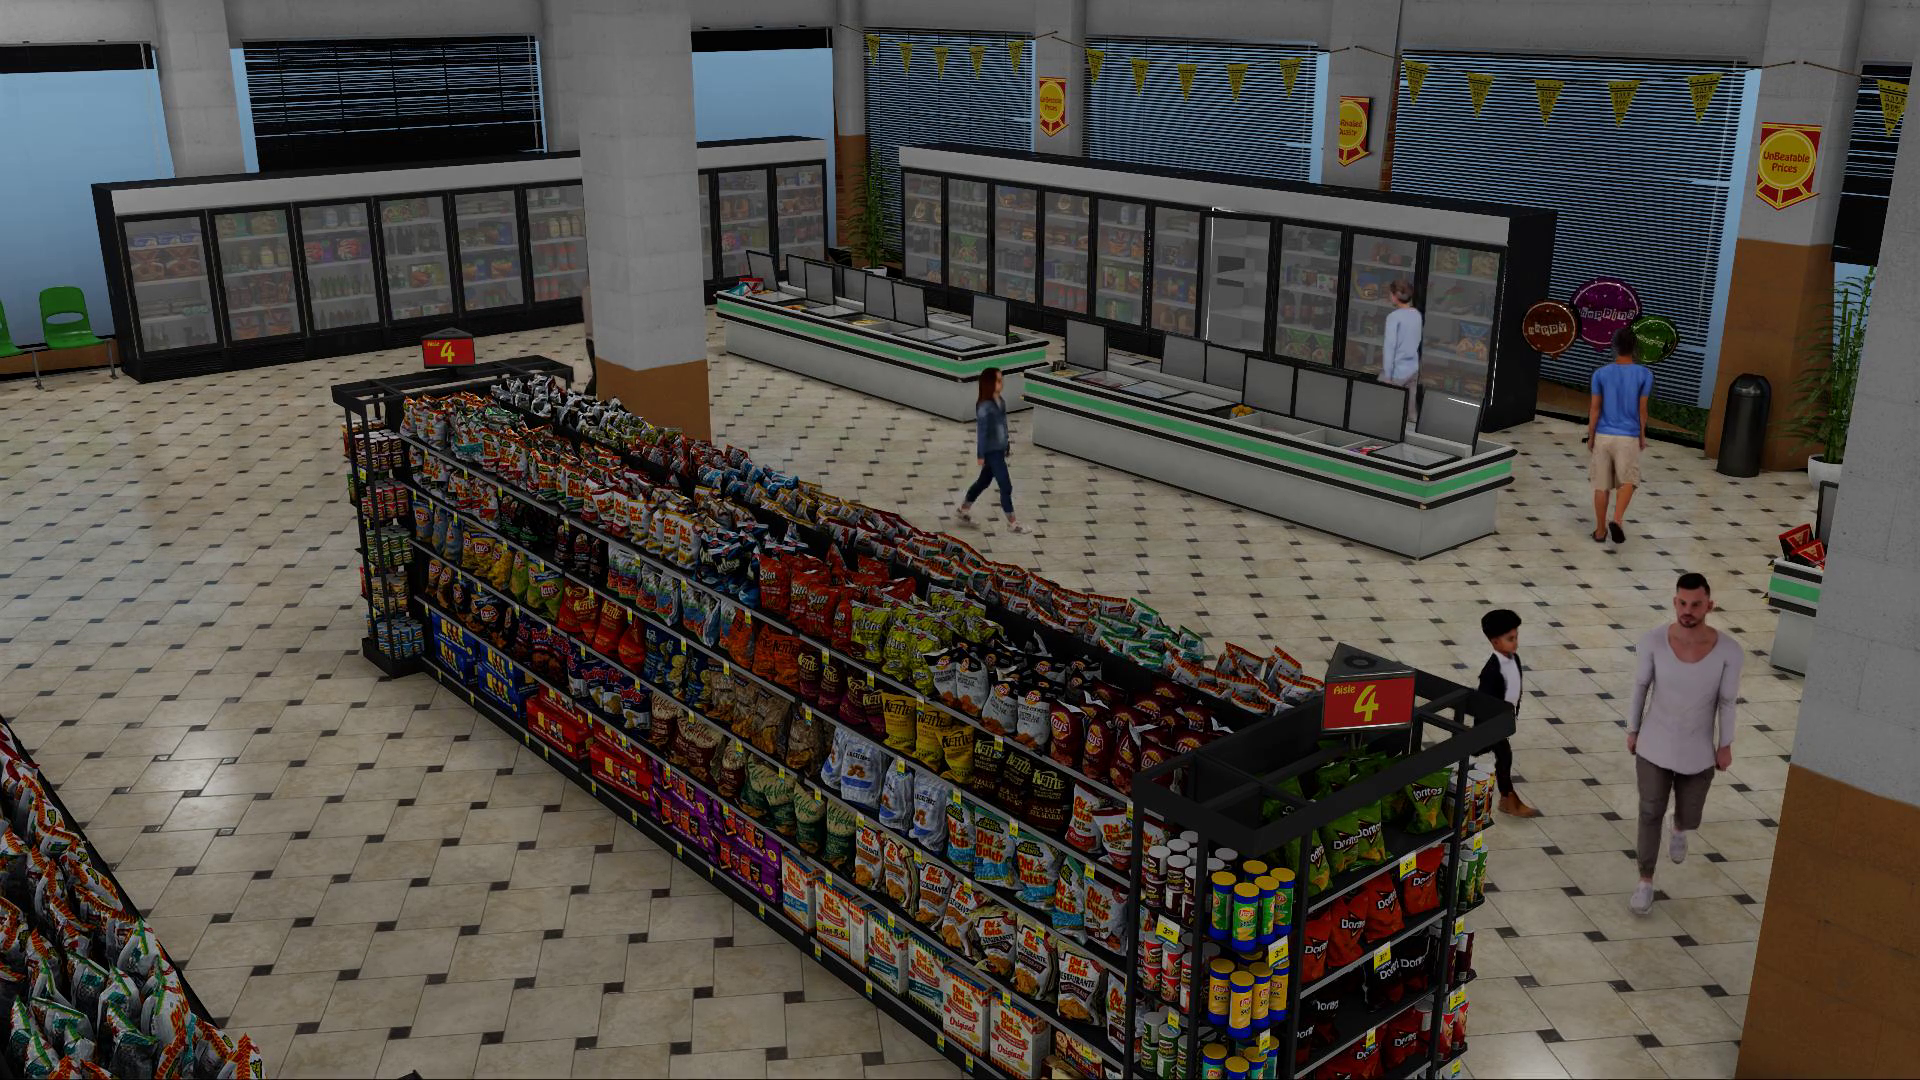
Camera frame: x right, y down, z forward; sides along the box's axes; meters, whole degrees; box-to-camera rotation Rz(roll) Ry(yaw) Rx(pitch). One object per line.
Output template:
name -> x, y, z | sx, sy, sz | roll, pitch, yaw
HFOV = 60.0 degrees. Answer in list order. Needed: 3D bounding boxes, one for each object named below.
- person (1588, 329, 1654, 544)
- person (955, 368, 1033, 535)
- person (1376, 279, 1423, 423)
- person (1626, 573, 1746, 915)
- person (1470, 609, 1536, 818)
person -> 5.555, -0.836, 14.070 | 0.897, 1.847, 0.913 | 8, 20, 22
person -> 0.226, -0.775, 14.508 | 1.054, 1.450, 0.864 | 8, 20, 21
person -> 4.375, -1.590, 16.281 | 0.757, 1.861, 0.914 | -12, 22, -31
person -> 3.723, 1.019, 8.604 | 1.022, 1.823, 0.975 | 9, 21, 25
person -> 3.081, 0.978, 9.698 | 0.550, 1.202, 0.831 | -18, 25, -42
